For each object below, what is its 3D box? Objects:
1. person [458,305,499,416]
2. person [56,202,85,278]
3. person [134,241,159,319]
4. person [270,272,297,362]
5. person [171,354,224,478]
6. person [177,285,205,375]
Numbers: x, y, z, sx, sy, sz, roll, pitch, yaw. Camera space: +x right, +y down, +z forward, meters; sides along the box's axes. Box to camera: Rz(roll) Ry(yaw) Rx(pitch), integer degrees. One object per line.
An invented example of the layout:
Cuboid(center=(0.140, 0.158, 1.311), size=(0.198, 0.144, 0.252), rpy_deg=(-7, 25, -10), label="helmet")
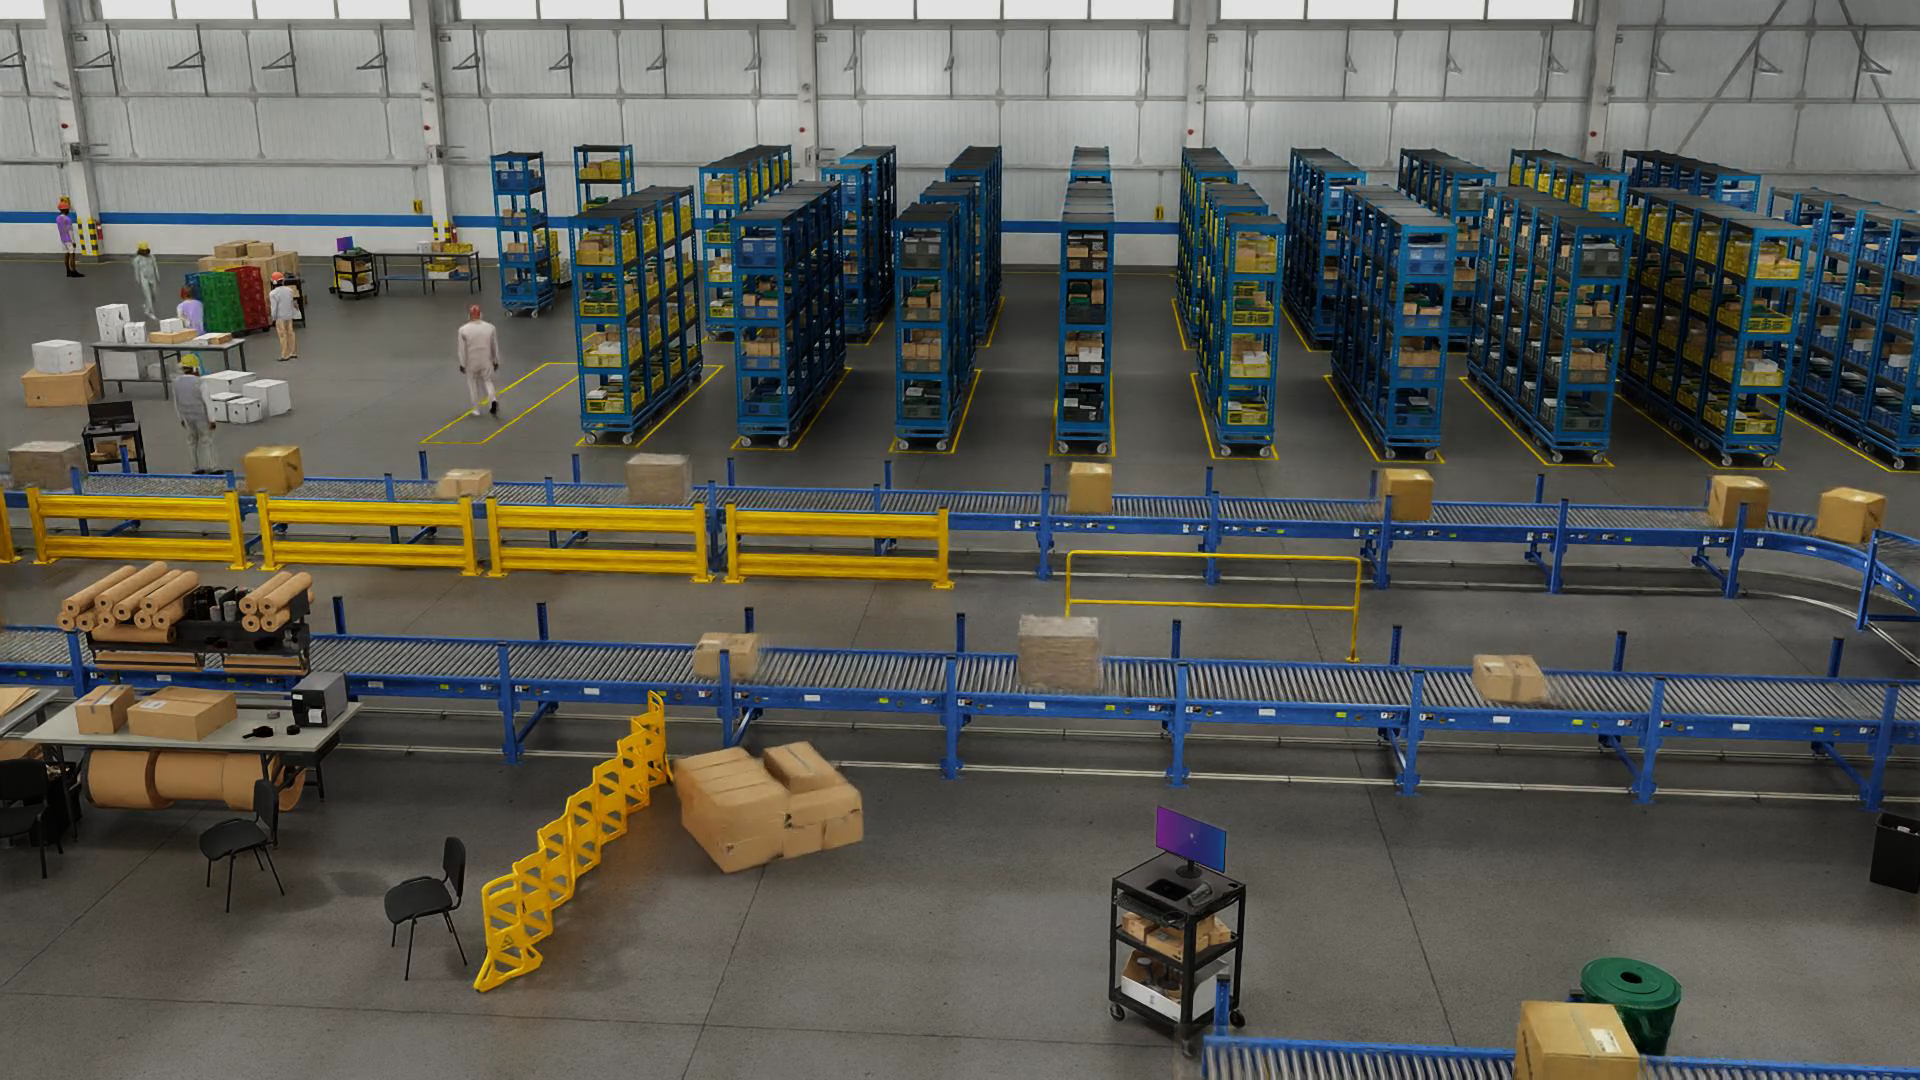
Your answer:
Cuboid(center=(-8.087, -3.003, 28.013), size=(0.655, 1.888, 0.586), rpy_deg=(-11, 21, -32), label="person")
Cuboid(center=(-23.067, -7.771, 43.038), size=(0.545, 1.942, 0.354), rpy_deg=(11, 21, 31), label="person")
Cuboid(center=(-18.227, -5.835, 37.265), size=(0.592, 1.734, 0.489), rpy_deg=(13, 22, 36), label="person")
Cuboid(center=(-13.274, -4.376, 32.574), size=(0.329, 1.751, 0.572), rpy_deg=(7, 19, 20), label="person")
Cuboid(center=(-11.144, -1.809, 24.303), size=(0.600, 1.829, 0.404), rpy_deg=(4, 18, 12), label="person")
Cuboid(center=(-14.070, -3.738, 30.449), size=(0.432, 1.851, 0.606), rpy_deg=(5, 18, 15), label="person")
